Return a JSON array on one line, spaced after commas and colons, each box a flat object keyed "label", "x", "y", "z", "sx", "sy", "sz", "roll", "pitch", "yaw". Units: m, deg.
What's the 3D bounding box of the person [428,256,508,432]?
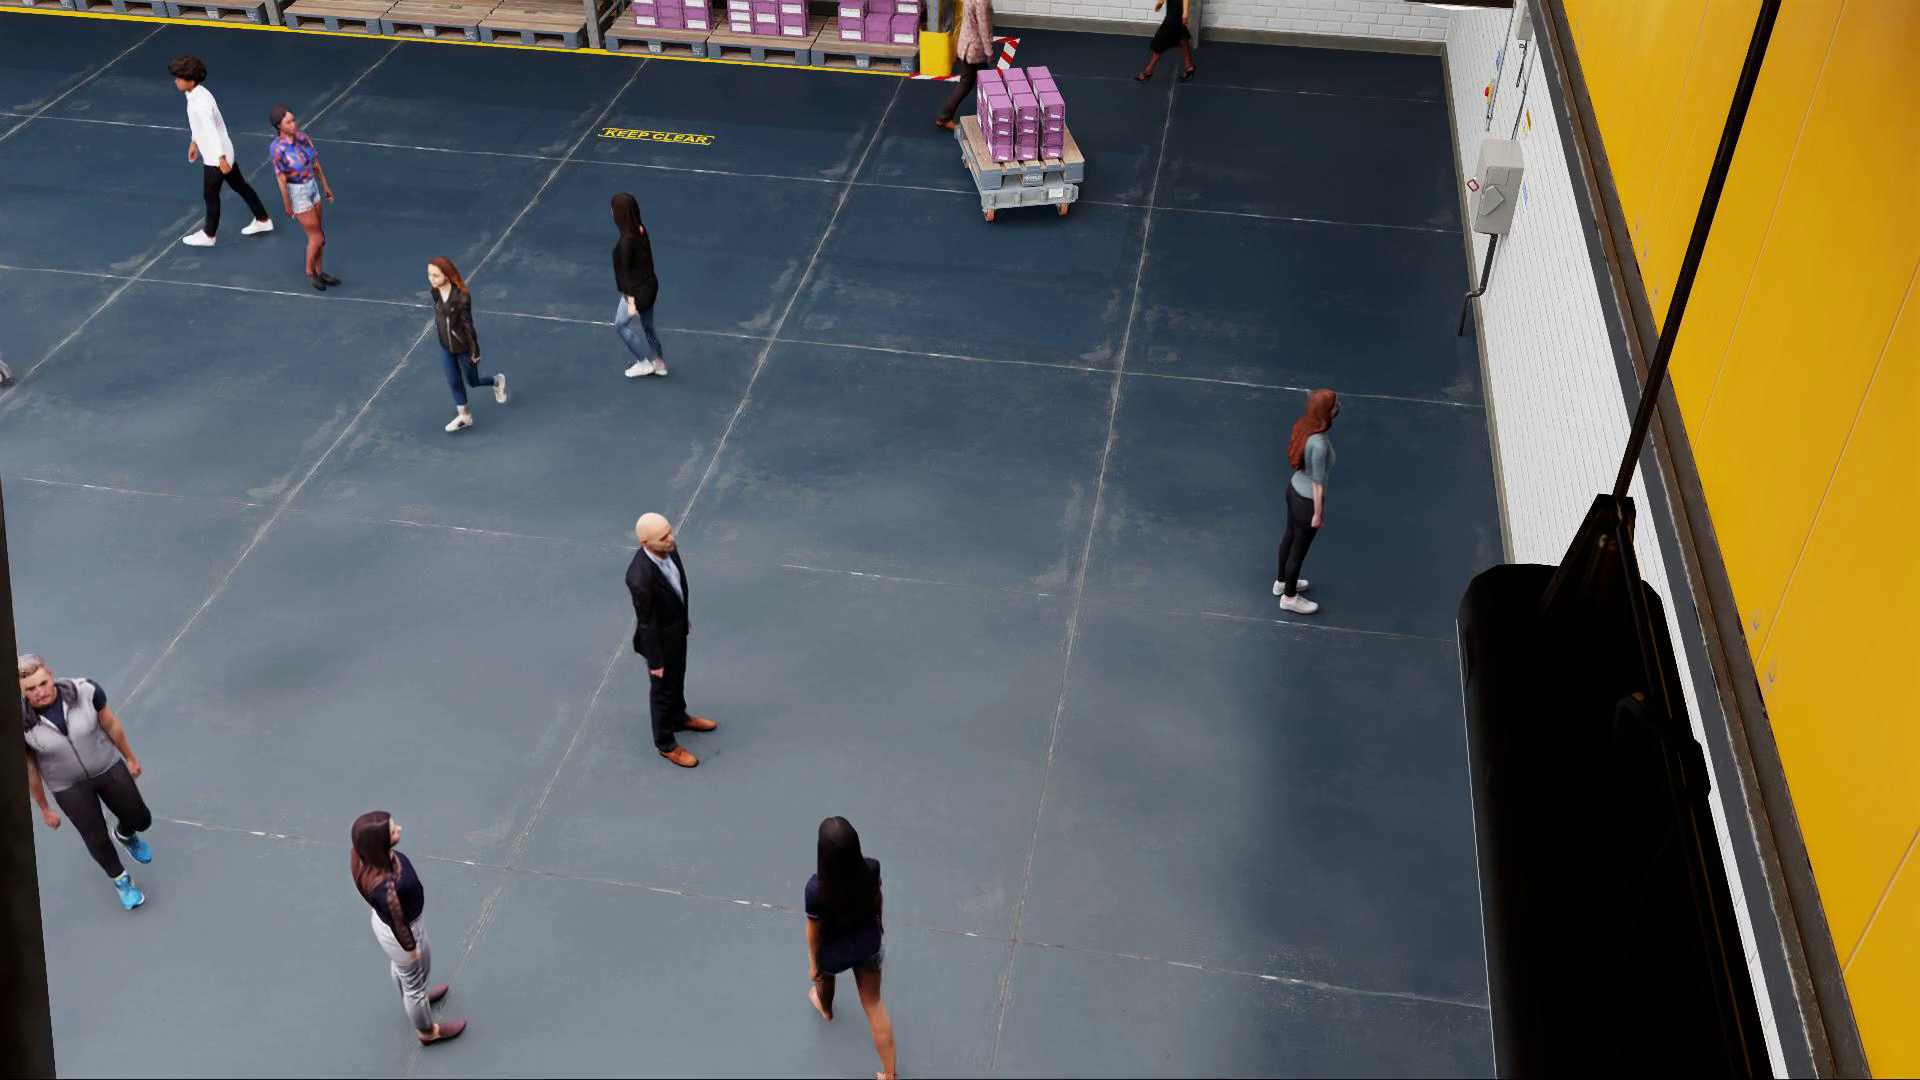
[{"label": "person", "x": -3.855, "y": -1.555, "z": 12.932, "sx": 0.862, "sy": 1.467, "sz": 0.799, "roll": 20, "pitch": 43, "yaw": 23}]

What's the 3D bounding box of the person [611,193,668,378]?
[{"label": "person", "x": -2.519, "y": -2.007, "z": 13.366, "sx": 0.580, "sy": 1.631, "sz": 0.605, "roll": 9, "pitch": 39, "yaw": 11}]

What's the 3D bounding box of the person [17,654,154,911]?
[{"label": "person", "x": -4.827, "y": 1.266, "z": 9.122, "sx": 0.865, "sy": 1.813, "sz": 0.909, "roll": -31, "pitch": 48, "yaw": -33}]

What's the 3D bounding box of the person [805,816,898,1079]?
[{"label": "person", "x": -0.515, "y": 2.067, "z": 8.190, "sx": 1.097, "sy": 1.726, "sz": 1.044, "roll": -15, "pitch": 41, "yaw": -18}]

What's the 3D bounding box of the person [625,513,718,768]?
[{"label": "person", "x": -1.782, "y": 0.561, "z": 10.016, "sx": 0.595, "sy": 1.800, "sz": 0.685, "roll": 9, "pitch": 39, "yaw": 11}]

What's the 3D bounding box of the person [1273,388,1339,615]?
[{"label": "person", "x": 2.310, "y": -0.269, "z": 11.104, "sx": 0.610, "sy": 1.738, "sz": 0.635, "roll": -2, "pitch": 39, "yaw": -2}]

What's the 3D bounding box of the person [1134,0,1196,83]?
[{"label": "person", "x": 2.429, "y": -5.735, "z": 18.040, "sx": 1.012, "sy": 1.625, "sz": 0.771, "roll": -5, "pitch": 39, "yaw": -6}]

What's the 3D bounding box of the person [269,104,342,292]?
[{"label": "person", "x": -5.799, "y": -2.996, "z": 14.522, "sx": 0.618, "sy": 1.735, "sz": 0.628, "roll": 11, "pitch": 40, "yaw": 14}]

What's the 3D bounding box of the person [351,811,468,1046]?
[{"label": "person", "x": -2.823, "y": 1.951, "z": 8.431, "sx": 0.711, "sy": 1.607, "sz": 0.662, "roll": -21, "pitch": 43, "yaw": -24}]

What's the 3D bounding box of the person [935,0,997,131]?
[{"label": "person", "x": 0.062, "y": -5.043, "z": 17.043, "sx": 1.139, "sy": 1.787, "sz": 0.881, "roll": -5, "pitch": 39, "yaw": -7}]

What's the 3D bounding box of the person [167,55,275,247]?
[{"label": "person", "x": -6.716, "y": -3.567, "z": 15.209, "sx": 1.128, "sy": 1.771, "sz": 0.980, "roll": -14, "pitch": 41, "yaw": -17}]
